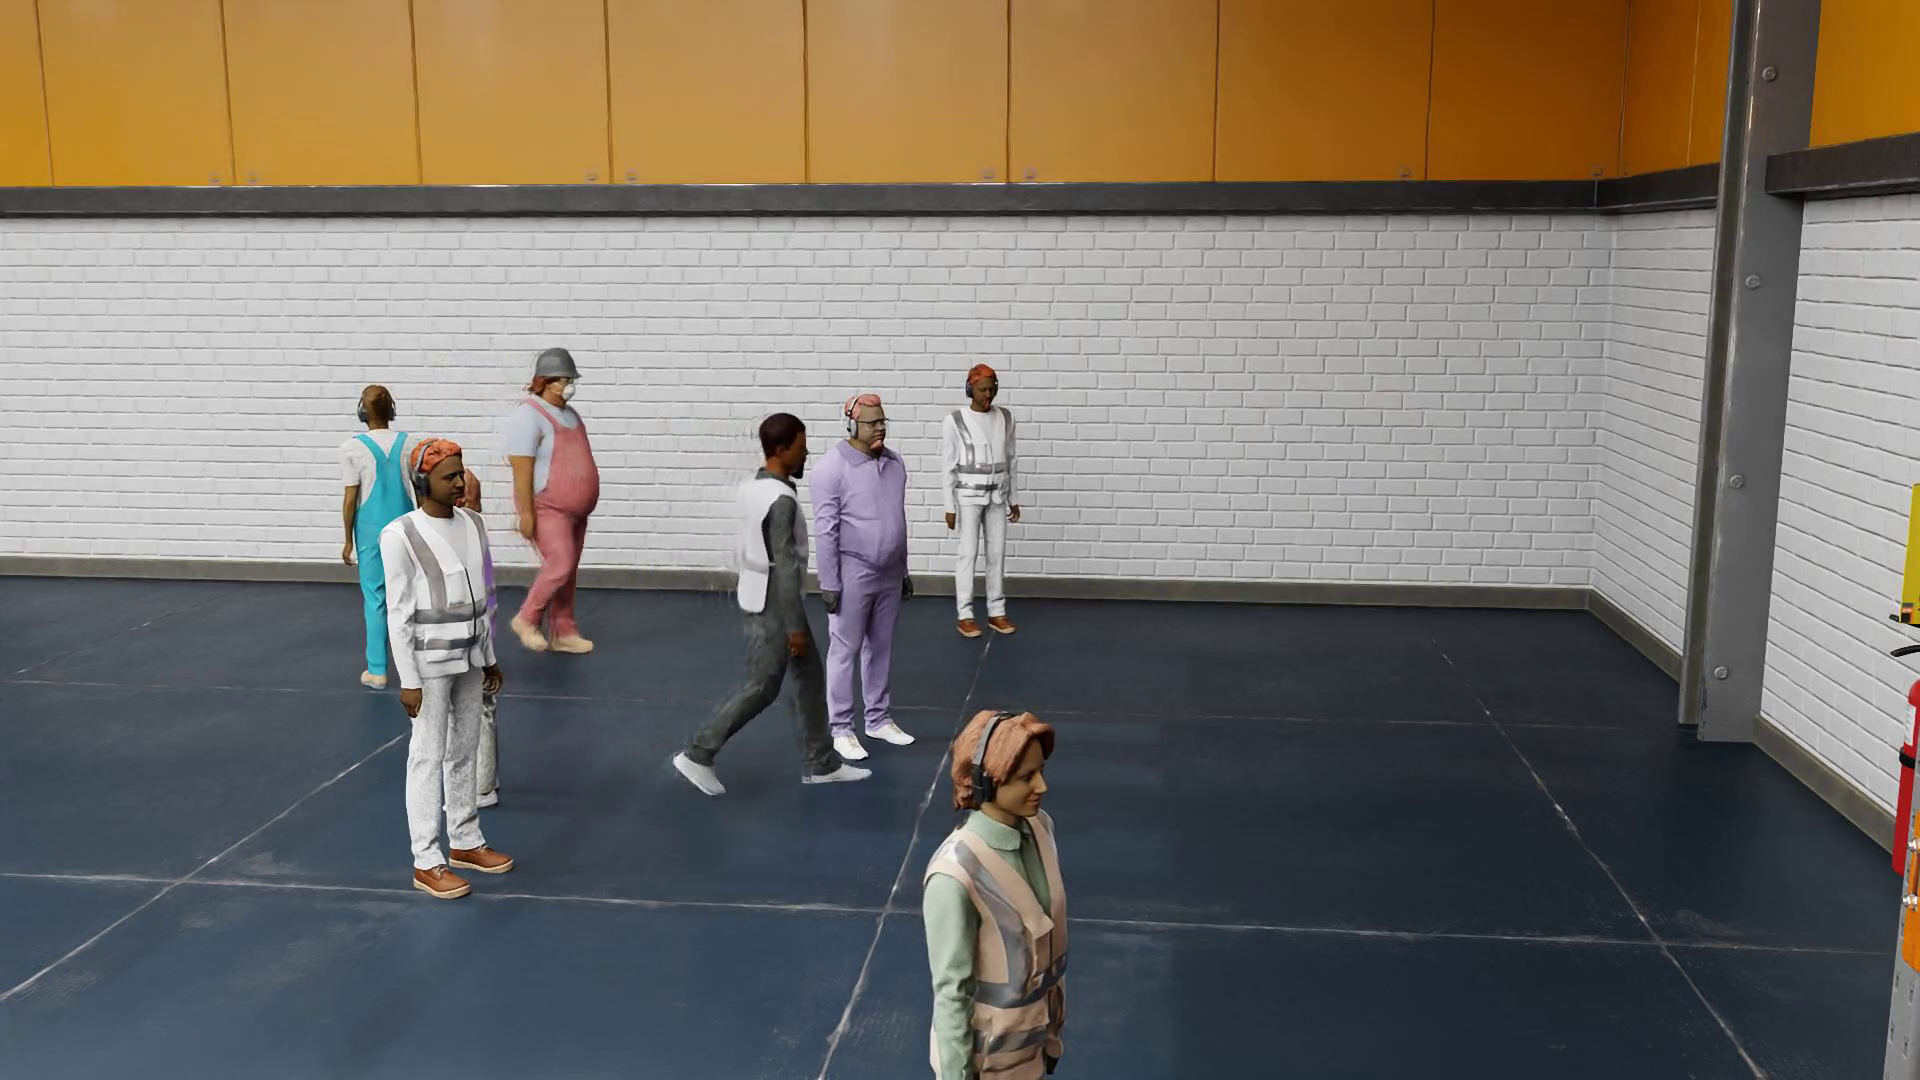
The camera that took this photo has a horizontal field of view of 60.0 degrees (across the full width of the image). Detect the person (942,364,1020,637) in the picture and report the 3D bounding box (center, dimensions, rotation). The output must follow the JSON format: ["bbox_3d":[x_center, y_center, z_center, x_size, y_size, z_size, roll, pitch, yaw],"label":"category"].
[{"bbox_3d":[0.146,-0.269,11.432,0.585,1.879,0.367,-6,11,-30],"label":"person"}]

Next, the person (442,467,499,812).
[{"bbox_3d":[-2.345,0.465,7.898,0.306,1.639,0.523,-2,10,-11],"label":"person"}]

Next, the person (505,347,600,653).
[{"bbox_3d":[-2.599,-0.245,10.812,0.535,2.000,0.705,3,10,16],"label":"person"}]

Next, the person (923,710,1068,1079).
[{"bbox_3d":[0.085,1.182,3.789,0.306,1.639,0.523,5,11,26],"label":"person"}]

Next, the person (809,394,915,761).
[{"bbox_3d":[-0.482,0.184,8.746,0.409,1.908,0.647,8,13,40],"label":"person"}]

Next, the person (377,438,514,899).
[{"bbox_3d":[-2.124,0.518,6.899,0.355,1.883,0.575,4,11,21],"label":"person"}]

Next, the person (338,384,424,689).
[{"bbox_3d":[-3.487,-0.022,10.097,0.520,1.843,0.330,-7,12,-35],"label":"person"}]

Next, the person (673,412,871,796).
[{"bbox_3d":[-0.931,0.317,8.068,0.940,1.885,0.604,-2,10,-13],"label":"person"}]
